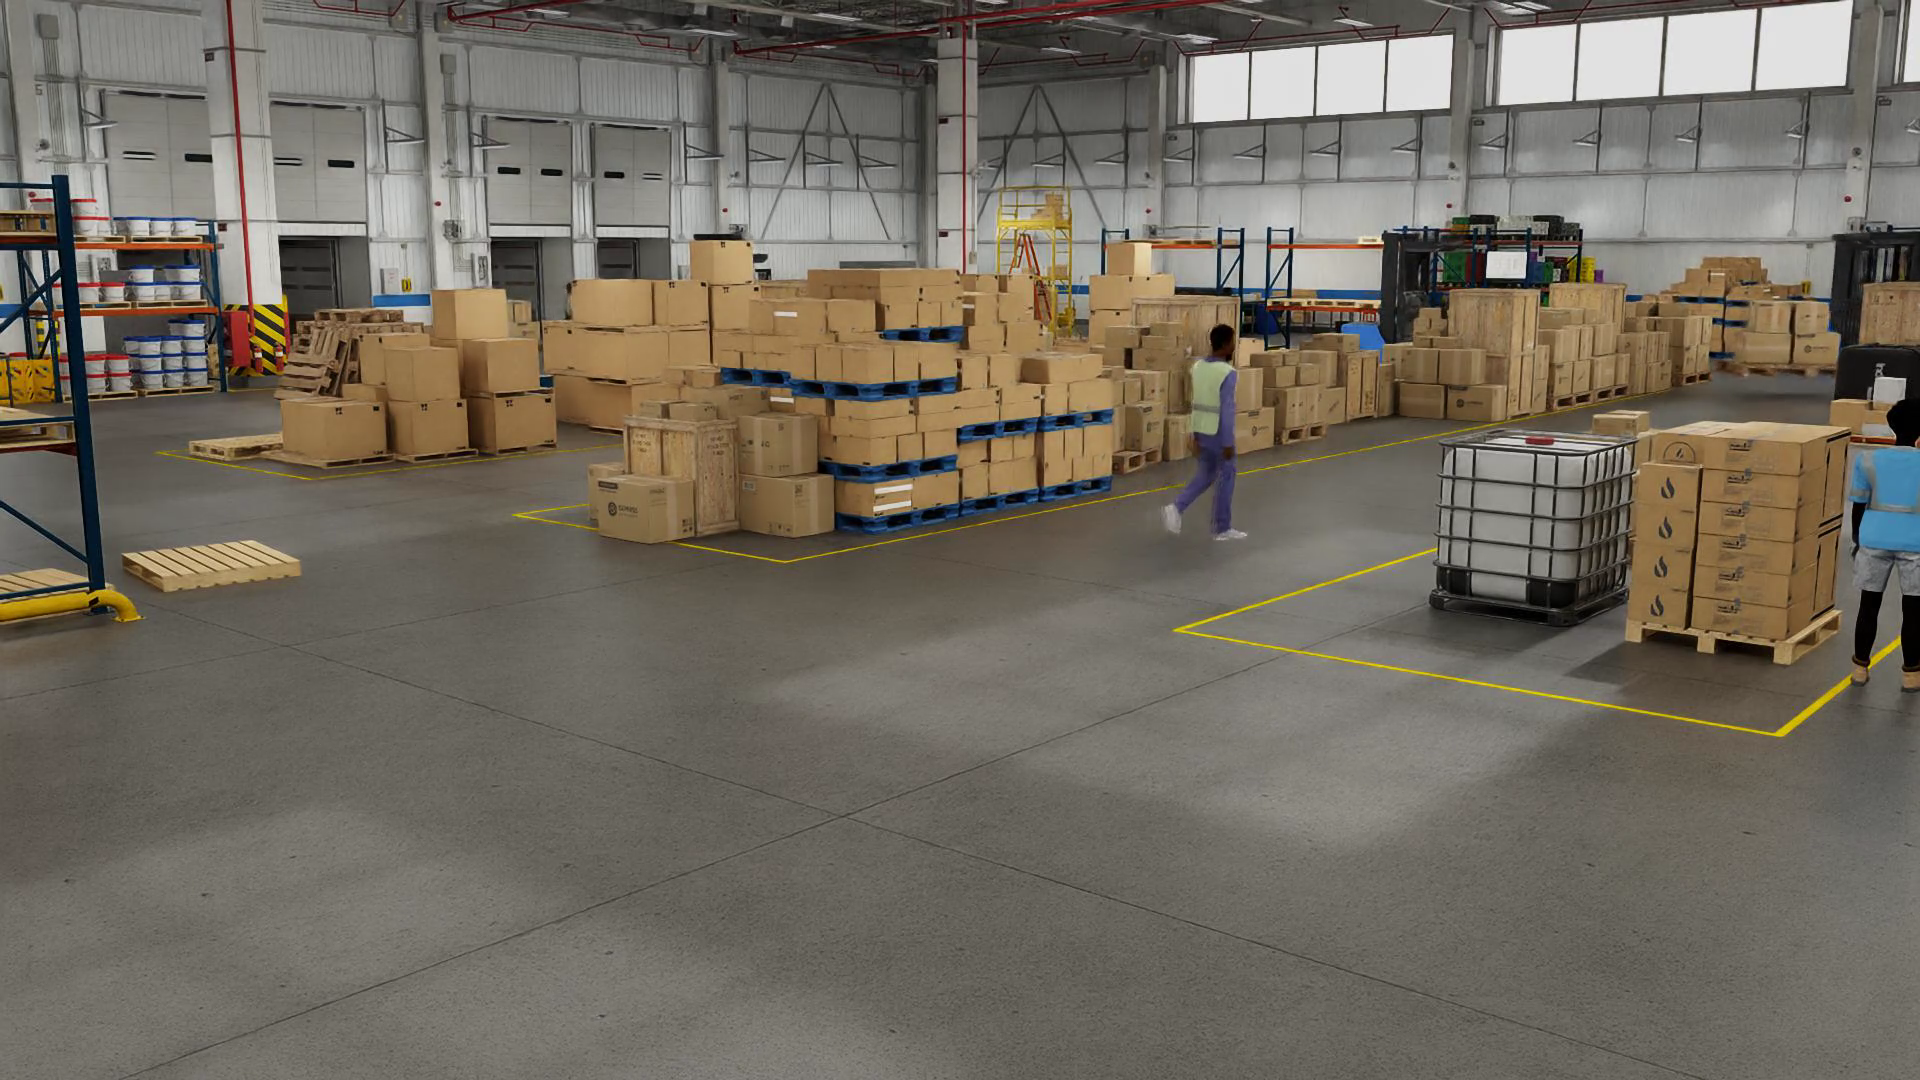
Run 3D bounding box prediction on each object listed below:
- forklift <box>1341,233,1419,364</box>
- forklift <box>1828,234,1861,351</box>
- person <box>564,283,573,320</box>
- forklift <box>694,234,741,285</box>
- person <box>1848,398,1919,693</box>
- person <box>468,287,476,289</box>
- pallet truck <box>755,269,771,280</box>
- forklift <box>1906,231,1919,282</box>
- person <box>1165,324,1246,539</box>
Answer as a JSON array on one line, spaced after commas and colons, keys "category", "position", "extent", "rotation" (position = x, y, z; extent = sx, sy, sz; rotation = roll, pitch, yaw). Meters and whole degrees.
[{"category": "forklift", "position": [8.358, -4.466, 31.817], "extent": [1.873, 2.768, 1.129], "rotation": [8, 13, 40]}, {"category": "forklift", "position": [17.999, -4.836, 33.925], "extent": [1.873, 2.768, 1.129], "rotation": [8, 13, 40]}, {"category": "person", "position": [-8.208, -4.578, 35.478], "extent": [0.498, 1.816, 0.544], "rotation": [-3, 11, -19]}, {"category": "forklift", "position": [-4.871, -4.776, 33.586], "extent": [1.129, 2.768, 1.873], "rotation": [5, 11, 26]}, {"category": "person", "position": [5.399, 0.031, 9.580], "extent": [0.532, 1.698, 0.319], "rotation": [8, 13, 39]}, {"category": "person", "position": [-8.107, -3.230, 27.580], "extent": [0.655, 1.903, 0.910], "rotation": [7, 12, 36]}, {"category": "pallet truck", "position": [-4.996, -6.432, 45.525], "extent": [1.885, 1.965, 0.823], "rotation": [-6, 12, -32]}, {"category": "forklift", "position": [16.249, -3.811, 28.090], "extent": [1.873, 2.768, 1.129], "rotation": [2, 10, 14]}, {"category": "person", "position": [2.168, -0.923, 14.444], "extent": [0.690, 1.895, 0.601], "rotation": [-5, 11, -26]}]
